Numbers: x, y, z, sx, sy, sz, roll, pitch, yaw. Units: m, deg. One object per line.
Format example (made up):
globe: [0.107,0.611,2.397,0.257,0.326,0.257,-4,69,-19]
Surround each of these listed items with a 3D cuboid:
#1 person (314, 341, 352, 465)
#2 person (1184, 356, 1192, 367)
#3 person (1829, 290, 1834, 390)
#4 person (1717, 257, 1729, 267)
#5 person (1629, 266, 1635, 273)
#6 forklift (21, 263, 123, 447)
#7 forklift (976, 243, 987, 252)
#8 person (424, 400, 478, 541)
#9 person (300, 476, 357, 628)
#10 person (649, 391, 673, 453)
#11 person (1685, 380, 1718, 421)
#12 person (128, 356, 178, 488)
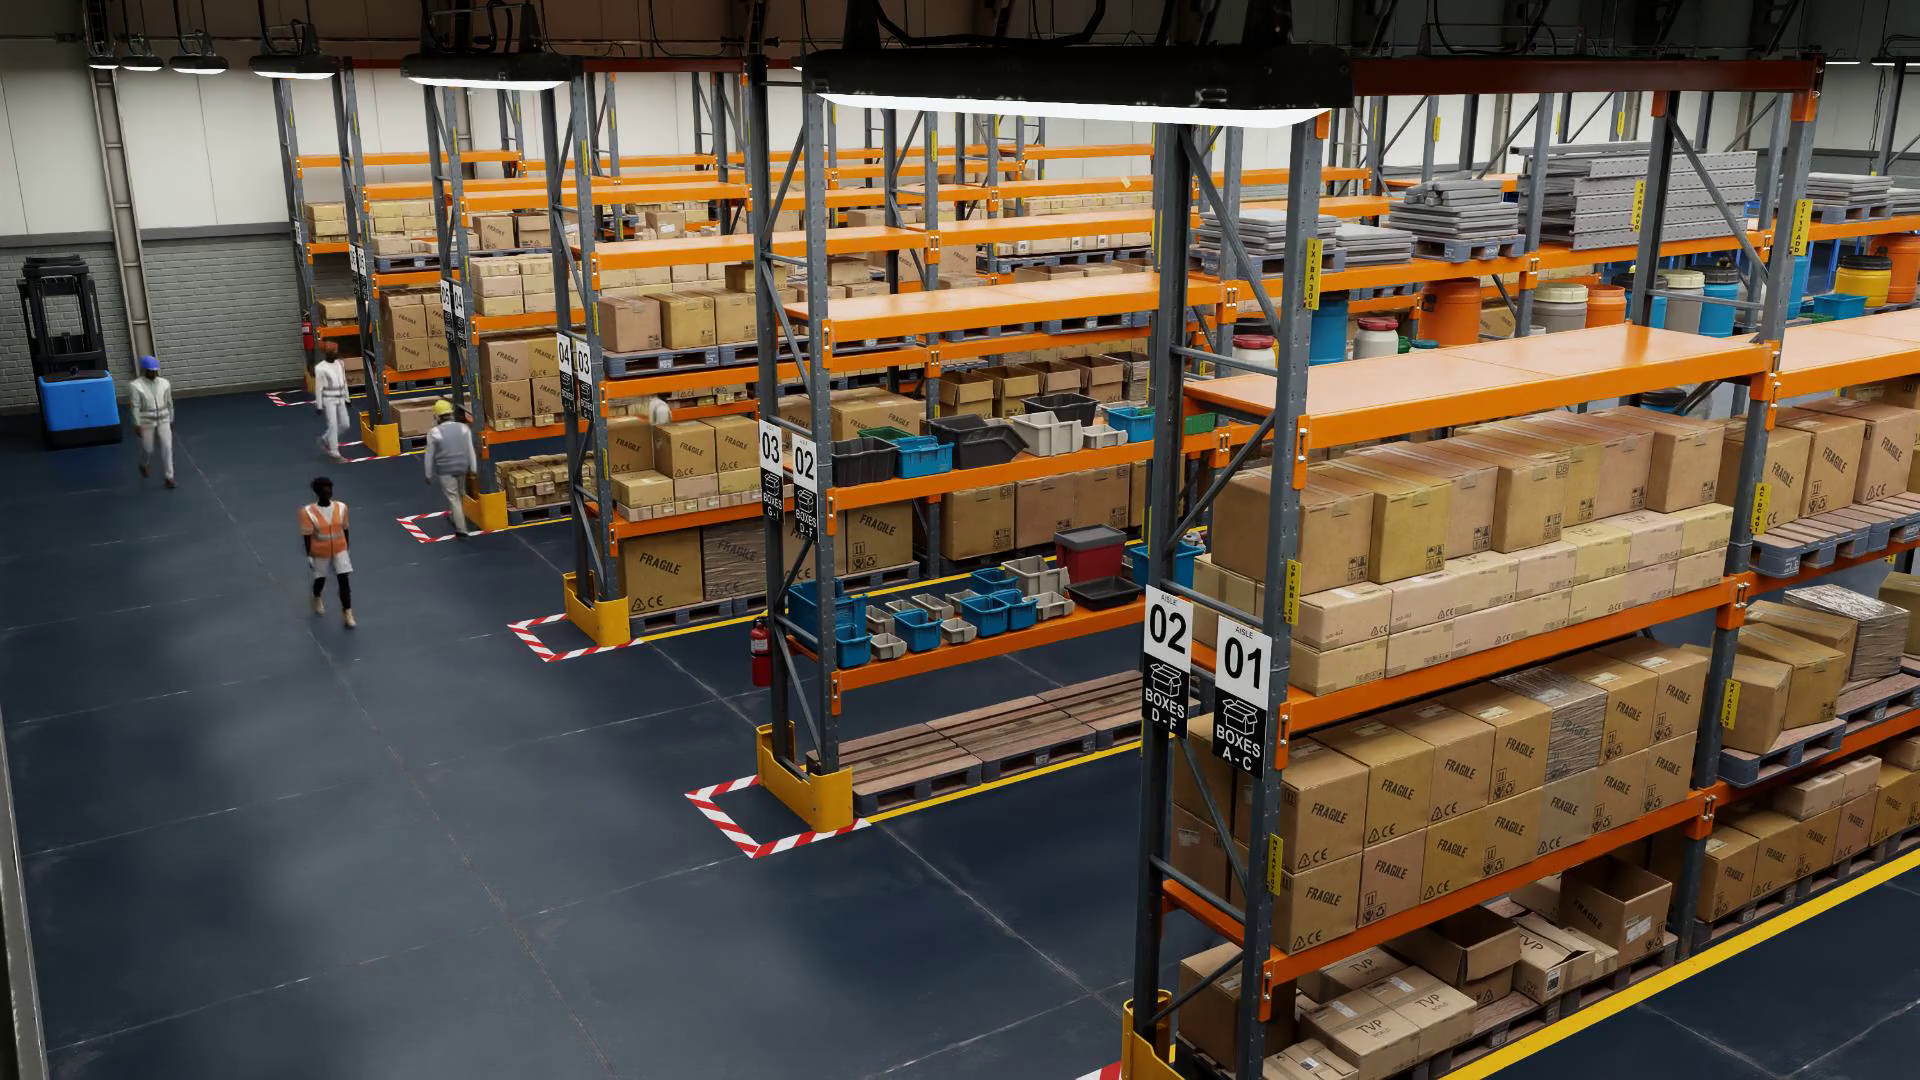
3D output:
person: [-9.667,-2.125,24.206,0.562,1.874,0.615,6,18,19]
person: [3.428,-1.960,23.705,0.862,1.850,0.584,-13,21,-36]
person: [16.128,-3.733,29.470,1.005,1.897,0.564,-6,18,-19]
person: [16.562,-5.227,34.417,0.605,1.851,0.473,7,18,21]
person: [14.388,-4.989,33.793,0.522,1.761,0.321,-13,21,-36]
forklift: [-14.518,-3.079,25.708,1.129,2.768,1.873,-10,20,-31]
forklift: [0.988,-5.474,34.718,1.214,2.155,2.313,-10,20,-31]
person: [-6.625,-0.926,20.421,0.619,1.779,0.920,-15,23,-41]
person: [-6.938,0.093,17.273,0.530,1.672,0.749,-13,21,-36]
person: [-3.932,-1.231,21.025,0.440,2.025,0.613,-7,18,-22]
person: [12.214,-2.619,25.926,0.628,1.814,0.598,4,17,13]
person: [-11.731,-1.737,22.873,0.799,1.919,0.622,15,23,41]
